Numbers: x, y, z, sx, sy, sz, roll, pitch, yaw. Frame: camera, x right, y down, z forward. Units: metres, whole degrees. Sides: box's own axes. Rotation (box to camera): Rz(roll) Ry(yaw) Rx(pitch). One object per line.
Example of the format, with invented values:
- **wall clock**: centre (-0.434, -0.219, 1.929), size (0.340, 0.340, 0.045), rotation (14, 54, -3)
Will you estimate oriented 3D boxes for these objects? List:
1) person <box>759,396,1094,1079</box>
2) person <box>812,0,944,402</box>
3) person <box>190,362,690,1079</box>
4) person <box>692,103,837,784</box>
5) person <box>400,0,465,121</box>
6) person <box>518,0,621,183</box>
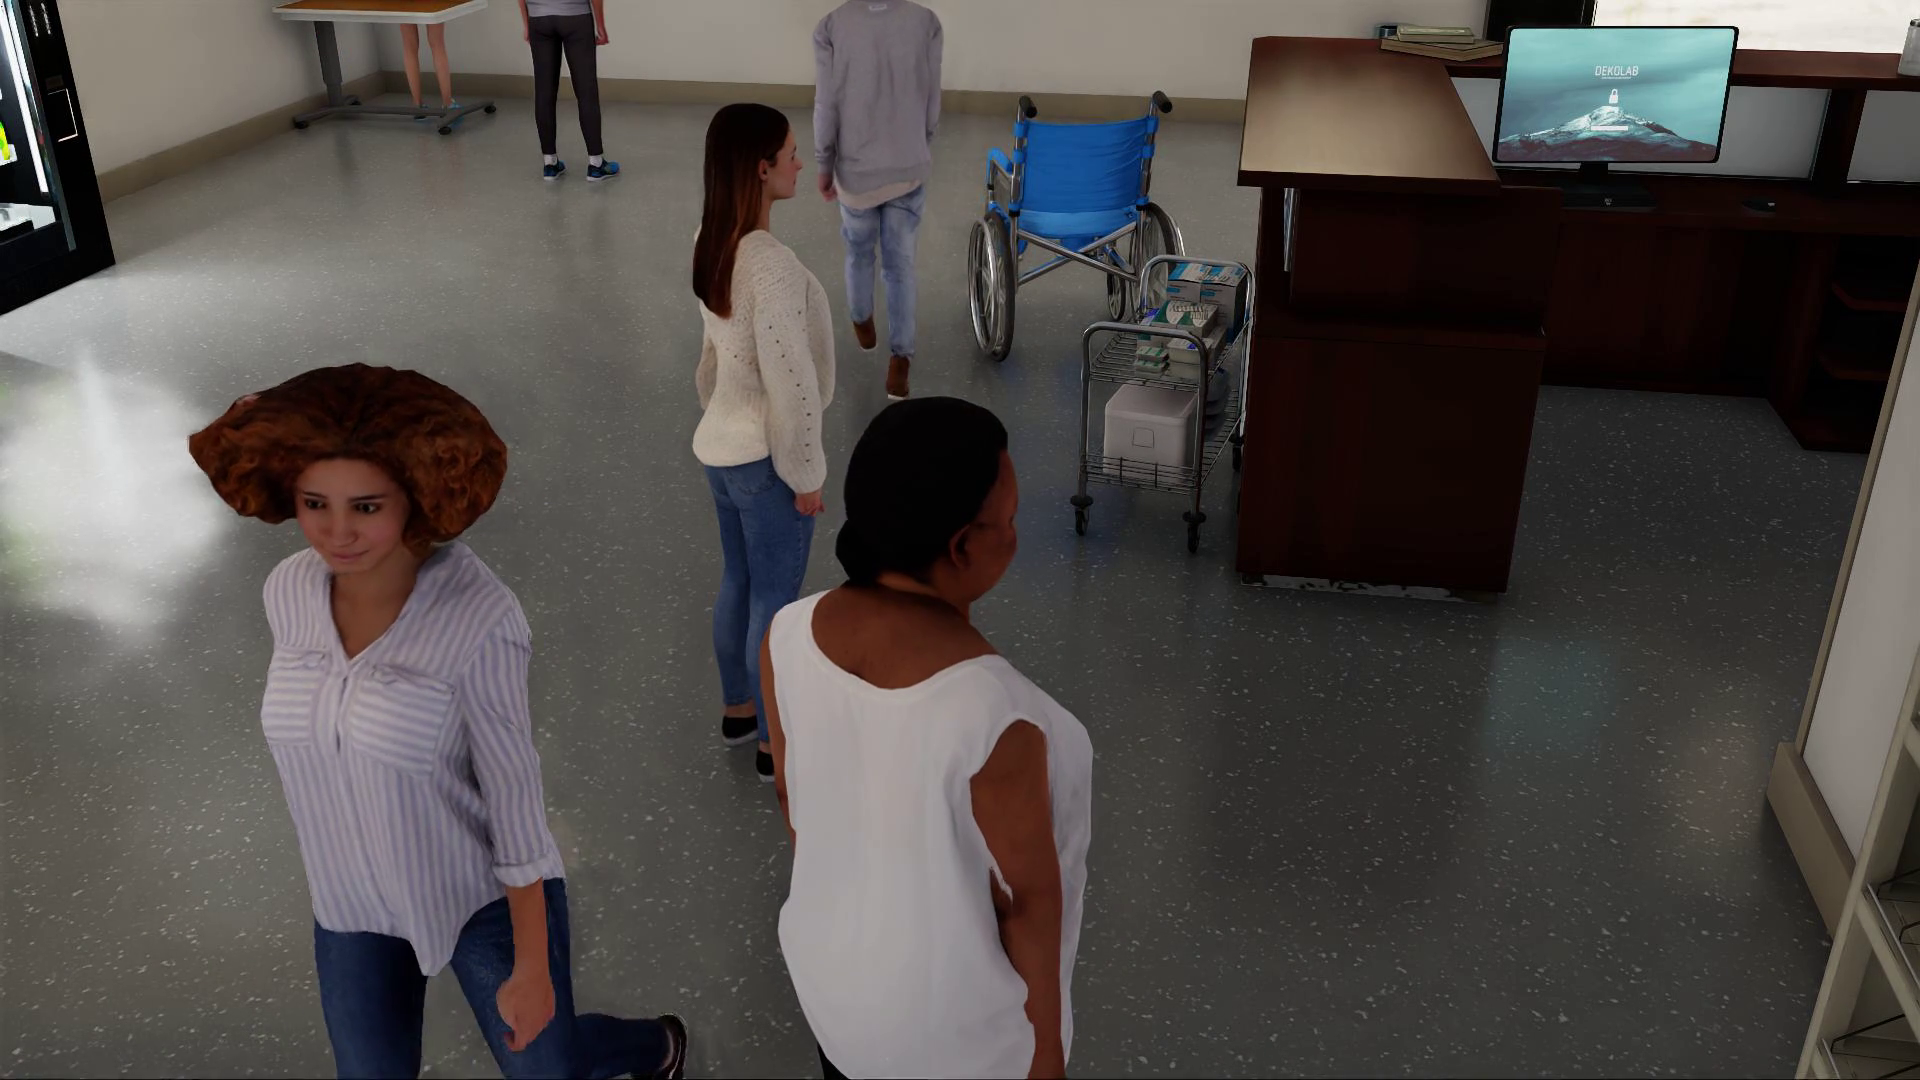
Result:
- **person**: centre (-0.029, 0.599, 2.388), size (0.763, 1.691, 0.794), rotation (23, 34, 39)
- **person**: centre (-0.275, -1.404, 6.438), size (0.958, 1.781, 1.306), rotation (-5, 26, -10)
- **person**: centre (-0.743, 0.496, 2.609), size (0.719, 1.683, 1.005), rotation (10, 28, 20)
- **person**: centre (-0.487, -0.208, 4.059), size (0.769, 1.692, 0.685), rotation (-13, 29, -25)
- **person**: centre (-3.741, -3.816, 11.447), size (0.626, 1.774, 0.611), rotation (0, 26, 1)
- **person**: centre (-2.355, -3.047, 9.787), size (0.688, 1.830, 0.565), rotation (3, 26, 7)
